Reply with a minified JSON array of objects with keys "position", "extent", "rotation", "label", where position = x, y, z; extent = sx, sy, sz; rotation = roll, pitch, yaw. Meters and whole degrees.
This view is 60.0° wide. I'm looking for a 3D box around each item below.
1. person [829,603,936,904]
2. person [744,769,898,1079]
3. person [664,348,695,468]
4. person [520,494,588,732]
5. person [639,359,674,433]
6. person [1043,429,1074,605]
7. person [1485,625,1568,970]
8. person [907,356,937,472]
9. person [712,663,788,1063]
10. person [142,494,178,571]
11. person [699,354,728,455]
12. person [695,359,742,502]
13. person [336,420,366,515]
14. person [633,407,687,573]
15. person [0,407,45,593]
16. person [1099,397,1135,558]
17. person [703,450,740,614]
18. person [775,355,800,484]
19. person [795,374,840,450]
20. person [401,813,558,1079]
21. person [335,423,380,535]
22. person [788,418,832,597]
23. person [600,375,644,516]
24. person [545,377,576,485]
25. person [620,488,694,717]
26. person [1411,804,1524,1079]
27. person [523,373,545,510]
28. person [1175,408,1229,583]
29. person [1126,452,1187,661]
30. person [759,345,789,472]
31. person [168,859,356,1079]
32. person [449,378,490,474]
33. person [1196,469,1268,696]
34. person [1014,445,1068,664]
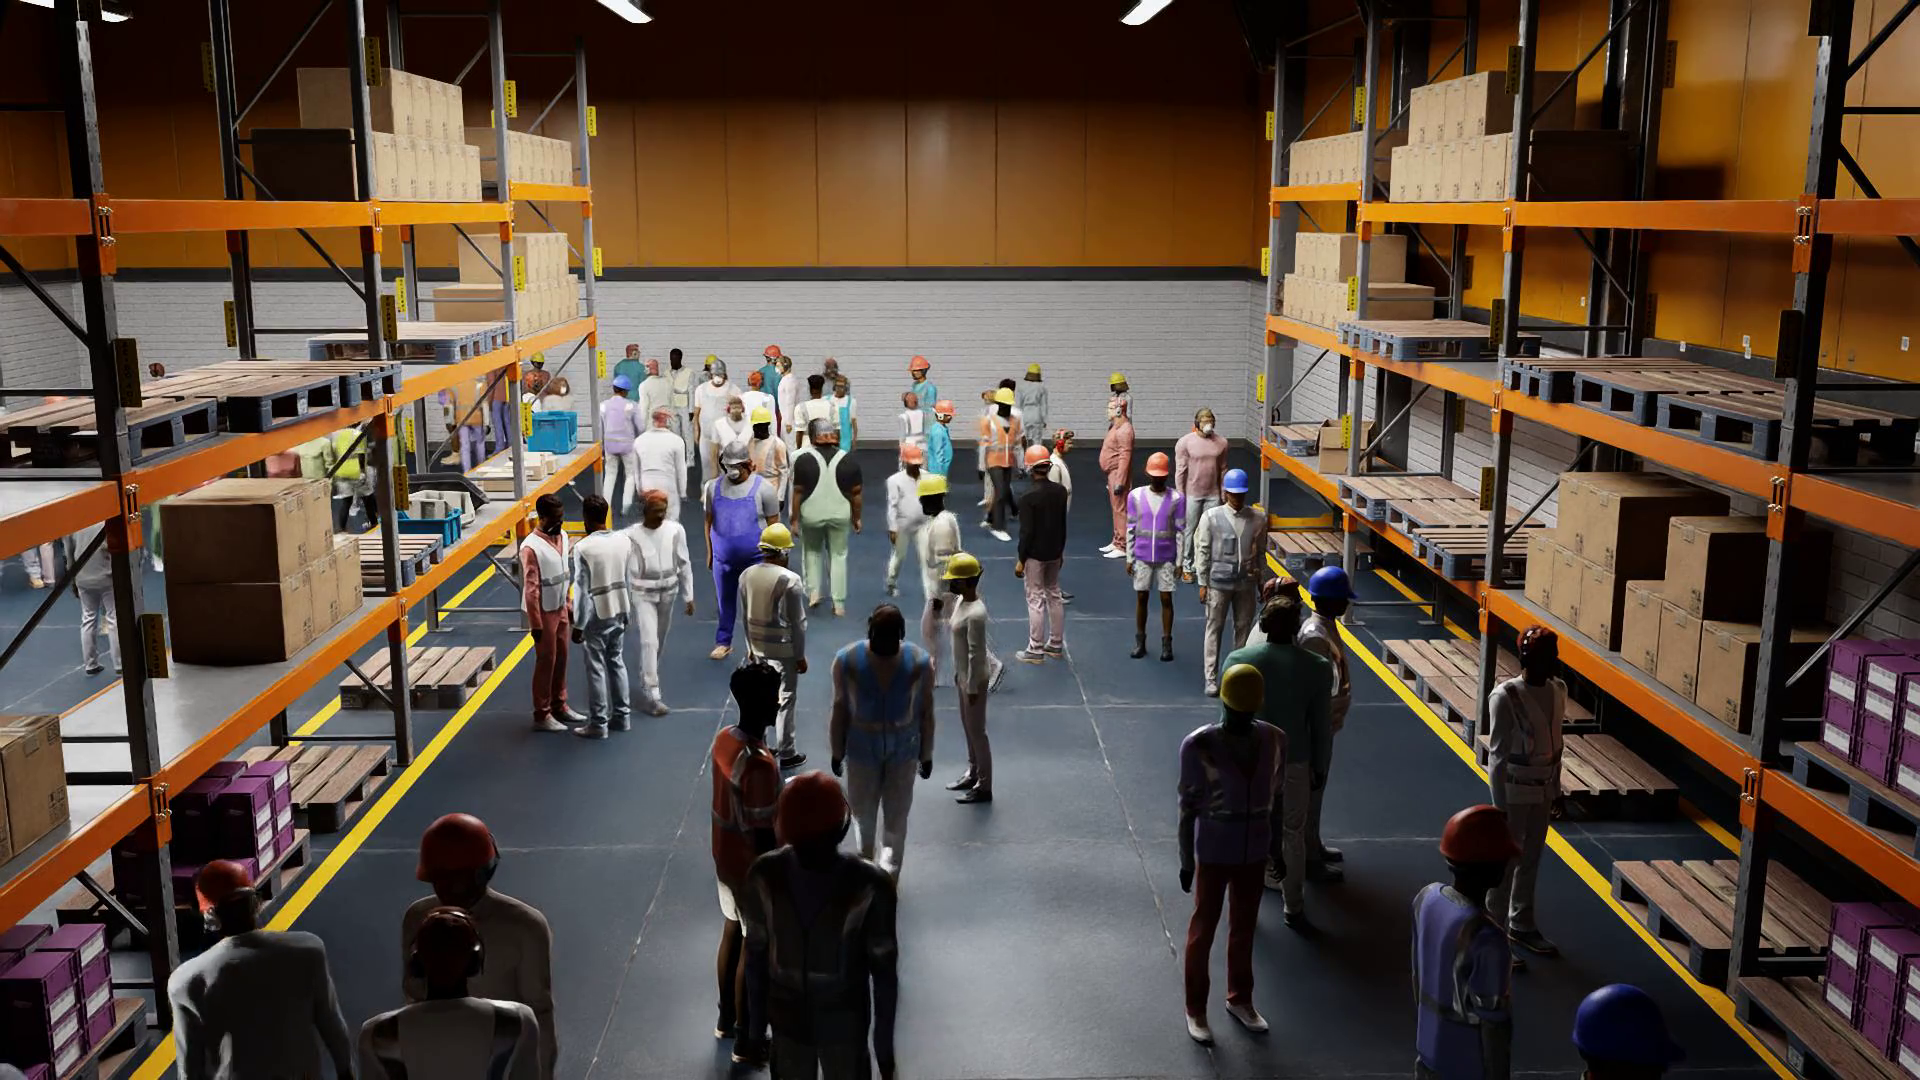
[{"position":[-0.453,1.253,9.885],"extent":[0.639,1.823,0.443],"rotation":[-1,11,-6],"label":"person"},{"position":[-0.544,1.849,6.360],"extent":[0.608,2.041,0.391],"rotation":[3,12,13],"label":"person"},{"position":[-4.458,-2.106,26.539],"extent":[0.585,1.911,0.391],"rotation":[6,13,28],"label":"person"},{"position":[-3.244,0.569,13.129],"extent":[0.408,1.907,0.598],"rotation":[3,12,13],"label":"person"},{"position":[-4.534,-1.734,24.680],"extent":[0.408,1.903,0.638],"rotation":[8,14,35],"label":"person"},{"position":[0.993,-0.247,17.390],"extent":[0.397,1.836,0.562],"rotation":[1,11,6],"label":"person"},{"position":[3.096,1.386,9.079],"extent":[0.575,1.883,0.355],"rotation":[-8,14,-35],"label":"person"},{"position":[-0.553,-1.610,23.739],"extent":[0.433,2.033,0.610],"rotation":[-6,13,-26],"label":"person"},{"position":[-1.007,1.548,8.076],"extent":[0.370,1.959,0.604],"rotation":[-5,13,-25],"label":"person"},{"position":[-8.957,-0.512,18.693],"extent":[0.520,1.845,0.762],"rotation":[-8,14,-35],"label":"person"},{"position":[-4.050,-2.187,27.356],"extent":[0.487,1.741,0.314],"rotation":[1,11,5],"label":"person"},{"position":[-3.396,-1.542,23.365],"extent":[0.685,2.000,0.537],"rotation":[1,11,5],"label":"person"},{"position":[-8.226,-1.202,22.429],"extent":[0.321,1.737,0.485],"rotation":[5,12,23],"label":"person"},{"position":[-3.371,-0.549,18.801],"extent":[0.644,1.892,0.401],"rotation":[4,12,20],"label":"person"},{"position":[-10.215,-0.442,17.851],"extent":[0.701,2.000,0.536],"rotation":[-8,14,-35],"label":"person"},{"position":[1.851,-0.742,19.690],"extent":[0.407,1.910,0.639],"rotation":[0,11,-1],"label":"person"},{"position":[-2.326,-0.080,16.895],"extent":[0.536,1.696,0.322],"rotation":[1,11,3],"label":"person"},{"position":[-2.574,-1.806,24.975],"extent":[0.367,1.932,0.632],"rotation":[-2,11,-9],"label":"person"},{"position":[-1.867,-1.192,21.793],"extent":[0.607,1.966,0.367],"rotation":[-4,12,-17],"label":"person"},{"position":[-1.762,1.935,6.076],"extent":[0.616,1.986,0.407],"rotation":[3,12,14],"label":"person"},{"position":[-7.495,-0.820,20.708],"extent":[0.582,1.644,0.803],"rotation":[6,13,26],"label":"person"},{"position":[-1.511,-0.335,17.651],"extent":[0.608,1.908,0.401],"rotation":[-2,11,-8],"label":"person"},{"position":[-4.527,-1.243,22.208],"extent":[0.619,1.909,0.481],"rotation":[3,12,14],"label":"person"},{"position":[-5.993,-1.651,24.962],"extent":[0.509,1.618,0.605],"rotation":[-7,13,-33],"label":"person"},{"position":[-2.549,0.472,13.812],"extent":[0.621,1.840,0.922],"rotation":[-7,13,-33],"label":"person"},{"position":[1.895,1.924,6.236],"extent":[0.349,1.942,0.545],"rotation":[-3,12,-16],"label":"person"},{"position":[-5.866,-1.360,22.882],"extent":[0.355,1.876,0.574],"rotation":[-7,13,-31],"label":"person"},{"position":[2.671,-0.491,18.353],"extent":[0.631,1.940,0.372],"rotation":[-4,12,-17],"label":"person"},{"position":[1.782,0.148,15.175],"extent":[0.550,1.929,0.389],"rotation":[3,12,13],"label":"person"},{"position":[-2.932,-2.055,26.053],"extent":[0.396,1.992,0.623],"rotation":[-9,14,-39],"label":"person"},{"position":[-2.595,2.032,6.250],"extent":[0.597,1.720,0.483],"rotation":[-6,13,-26],"label":"person"},{"position":[-7.372,-1.819,25.120],"extent":[0.608,1.887,0.938],"rotation":[-1,11,-5],"label":"person"},{"position":[2.305,0.356,14.081],"extent":[0.615,1.947,0.388],"rotation":[-2,11,-8],"label":"person"},{"position":[0.723,0.125,15.128],"extent":[0.391,1.990,0.623],"rotation":[11,15,43],"label":"person"}]
